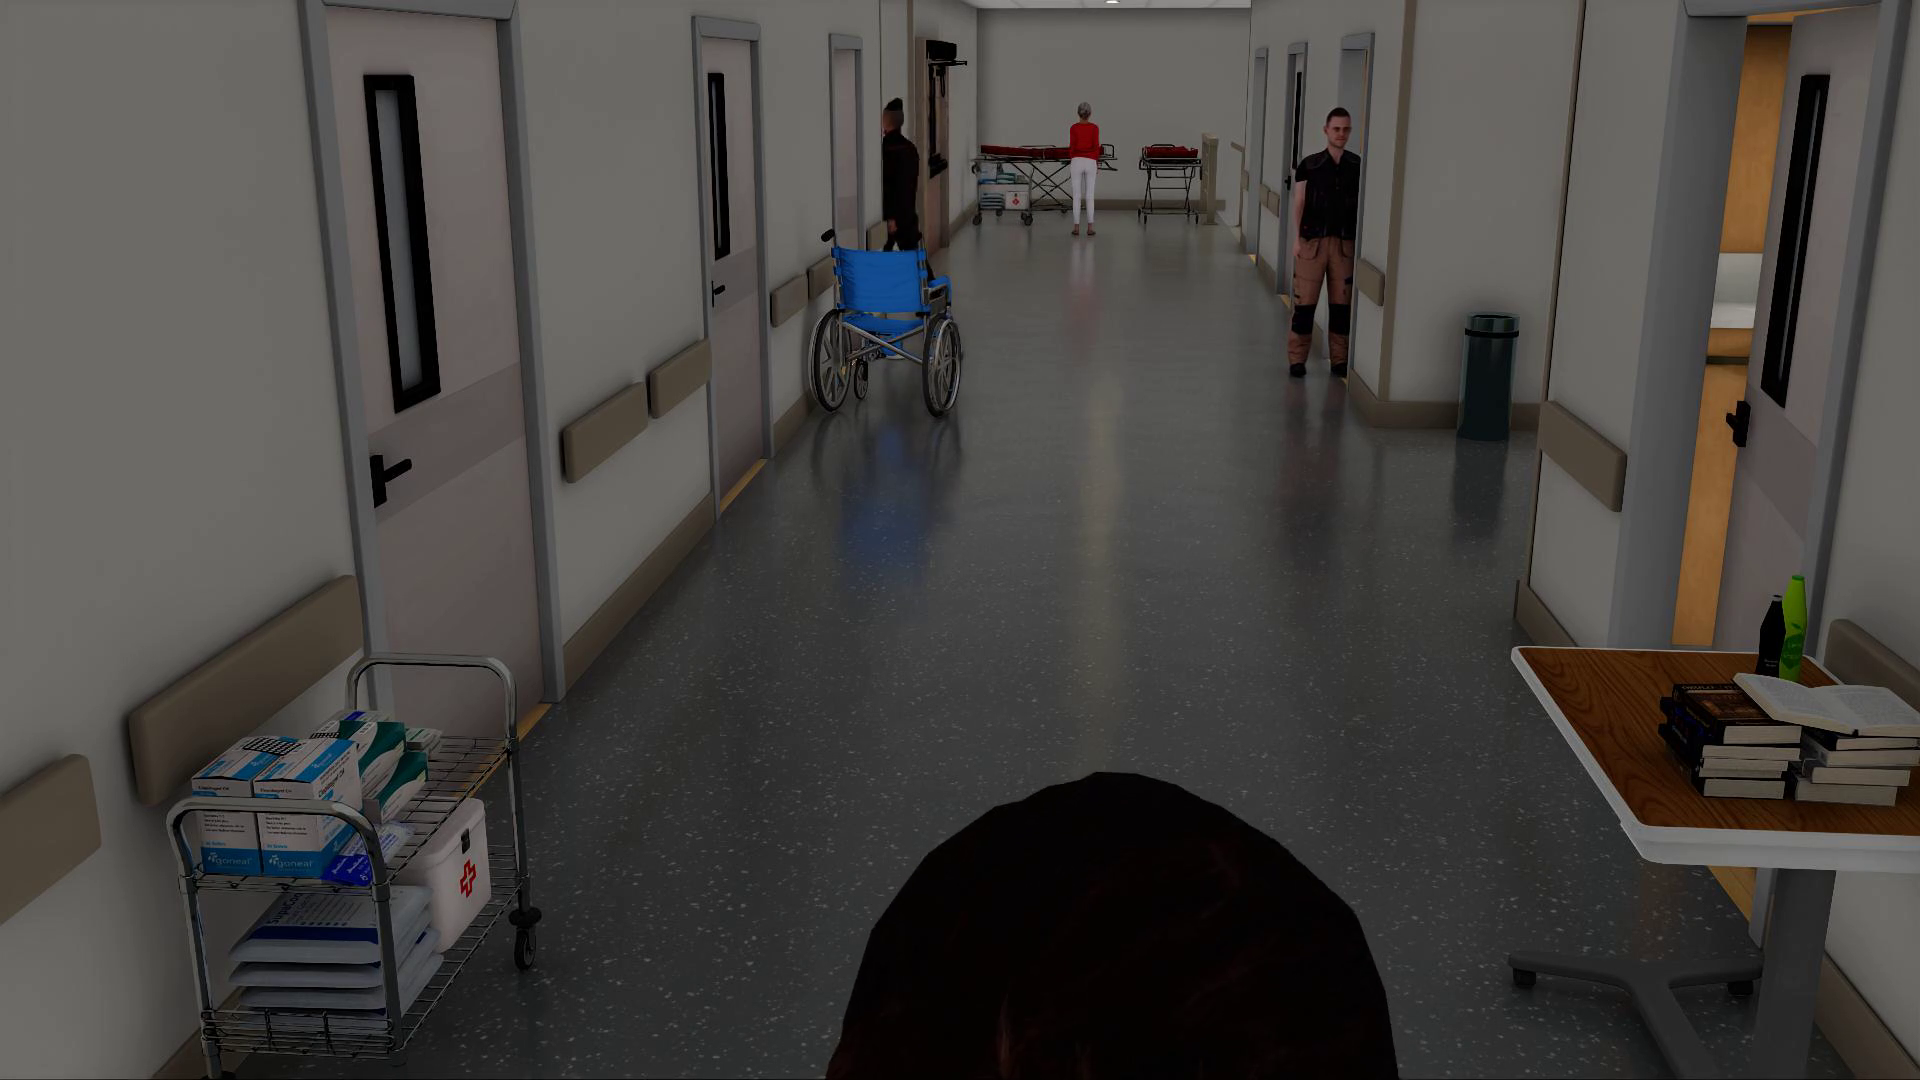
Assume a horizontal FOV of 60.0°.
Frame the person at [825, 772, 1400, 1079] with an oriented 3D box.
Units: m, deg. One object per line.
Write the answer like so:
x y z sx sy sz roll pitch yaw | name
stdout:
0.041 0.975 0.760 0.643 1.849 0.555 2 16 6 | person

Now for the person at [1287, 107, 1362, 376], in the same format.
2.563 -2.074 11.590 0.672 1.840 0.582 1 16 2 | person

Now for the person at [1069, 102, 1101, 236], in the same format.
1.614 -4.840 21.671 0.550 1.694 0.543 1 16 2 | person
